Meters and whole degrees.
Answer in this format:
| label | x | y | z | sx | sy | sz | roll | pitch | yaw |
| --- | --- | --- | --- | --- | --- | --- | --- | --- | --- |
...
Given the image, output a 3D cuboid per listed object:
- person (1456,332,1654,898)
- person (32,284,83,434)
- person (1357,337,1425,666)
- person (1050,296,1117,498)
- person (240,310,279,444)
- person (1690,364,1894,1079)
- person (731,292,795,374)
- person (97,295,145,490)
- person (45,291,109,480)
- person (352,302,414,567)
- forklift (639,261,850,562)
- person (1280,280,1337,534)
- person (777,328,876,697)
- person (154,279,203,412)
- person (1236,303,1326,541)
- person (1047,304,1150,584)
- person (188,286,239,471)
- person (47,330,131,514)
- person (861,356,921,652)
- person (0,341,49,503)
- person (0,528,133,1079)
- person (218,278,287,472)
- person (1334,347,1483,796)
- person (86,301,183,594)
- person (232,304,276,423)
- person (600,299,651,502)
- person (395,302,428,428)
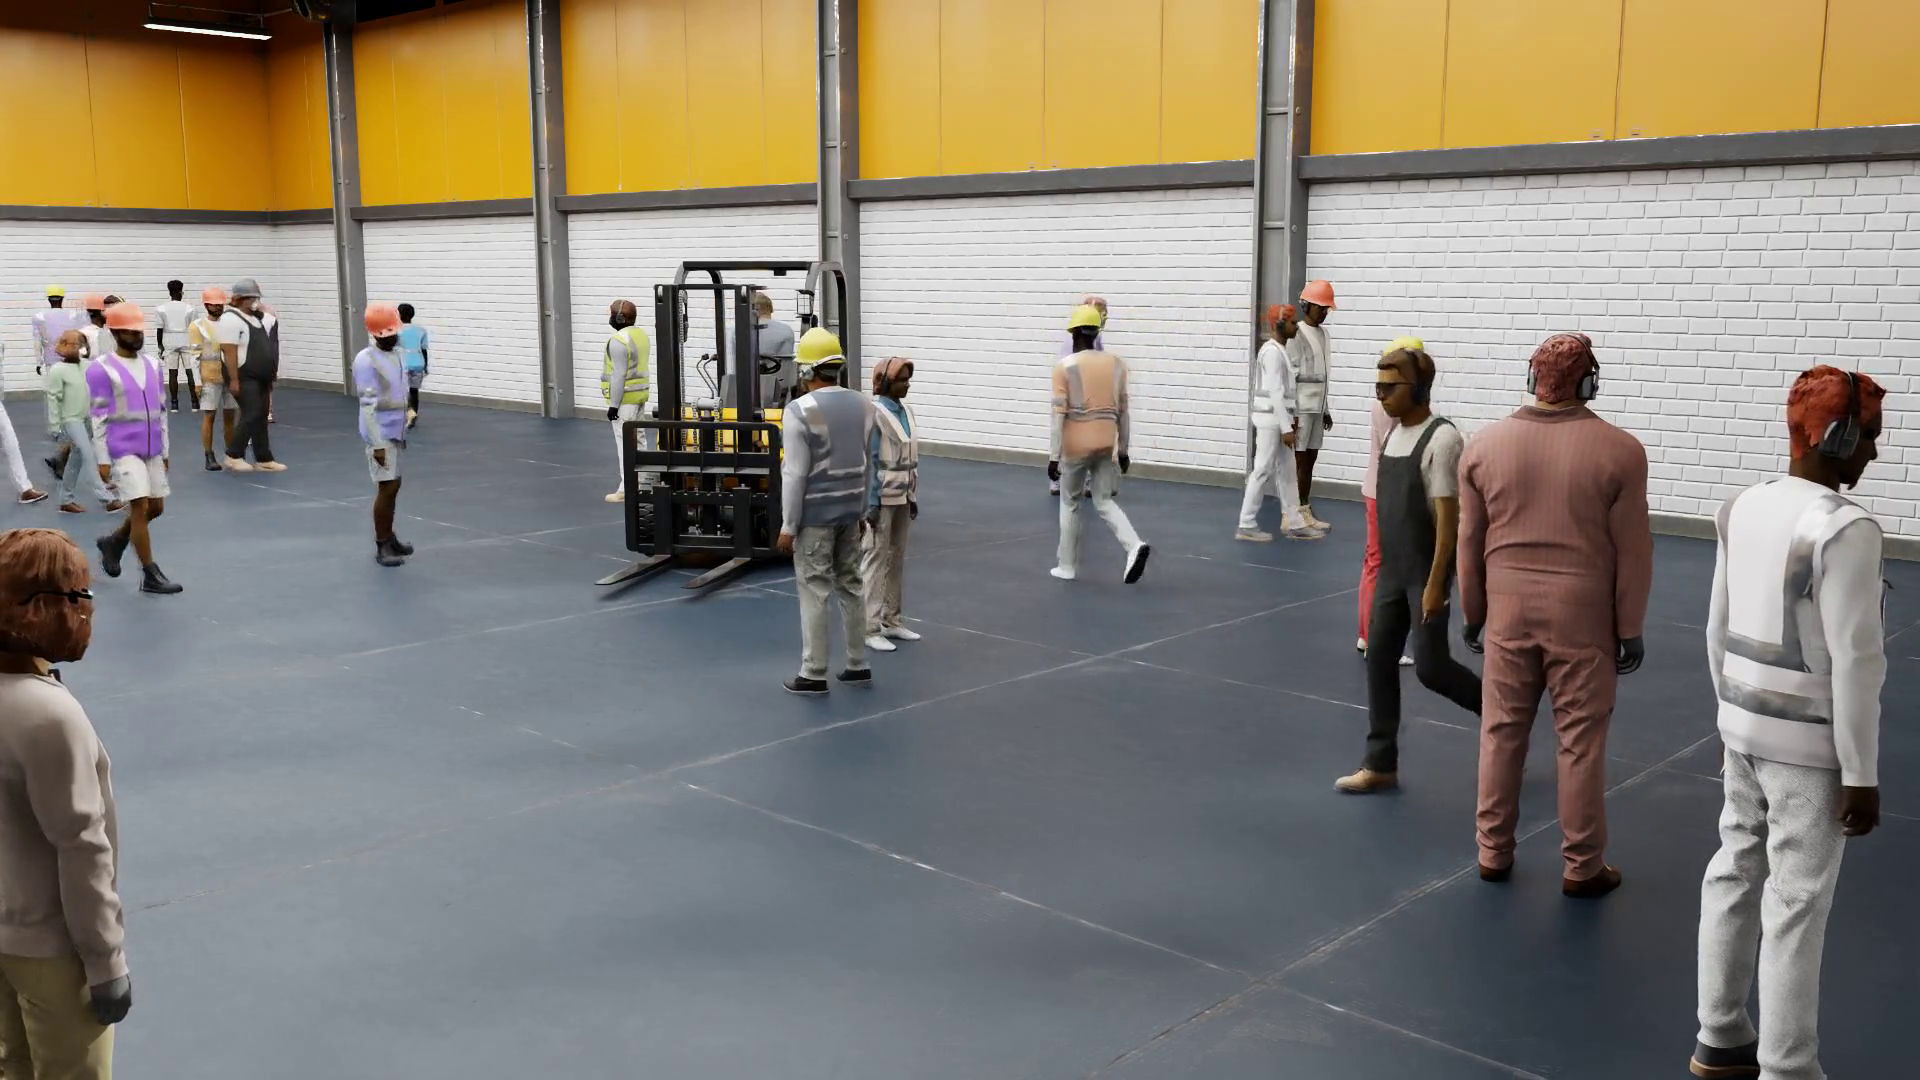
| label | x | y | z | sx | sy | sz | roll | pitch | yaw |
| --- | --- | --- | --- | --- | --- | --- | --- | --- | --- |
| person | 2.021 | 0.253 | 5.670 | 0.639 | 1.911 | 0.406 | 7 | 11 | 35 |
| person | -11.571 | -2.322 | 21.401 | 0.594 | 1.922 | 0.386 | -5 | 11 | -30 |
| person | 2.340 | -0.214 | 8.991 | 0.329 | 1.760 | 0.523 | 1 | 9 | 9 |
| person | 1.170 | -1.303 | 15.349 | 0.603 | 1.867 | 0.652 | -2 | 9 | -13 |
| person | -8.511 | -2.082 | 20.050 | 0.600 | 1.886 | 0.657 | -3 | 10 | -20 |
| person | 2.089 | 0.509 | 4.164 | 0.355 | 1.887 | 0.572 | -1 | 9 | -7 |
| person | -1.782 | -1.373 | 15.673 | 0.668 | 1.896 | 0.782 | 3 | 10 | 16 |
| person | -8.039 | -1.403 | 15.935 | 0.513 | 1.872 | 0.328 | 1 | 9 | 8 |
| person | -8.552 | -1.483 | 16.346 | 0.809 | 1.909 | 0.548 | -8 | 12 | -40 |
| person | -4.086 | -0.757 | 11.940 | 0.444 | 1.889 | 0.734 | 1 | 9 | 8 |
| forklift | -1.552 | -1.040 | 12.721 | 1.214 | 2.155 | 2.313 | 2 | 9 | 11 |
| person | 2.802 | -1.052 | 13.289 | 0.392 | 2.033 | 0.605 | 8 | 12 | 40 |
| person | -0.678 | -0.128 | 8.273 | 0.409 | 1.831 | 0.605 | 8 | 12 | 39 |
| person | -11.572 | -2.872 | 24.652 | 0.609 | 1.963 | 0.367 | -3 | 10 | -19 |
| person | 2.498 | -0.904 | 12.947 | 0.572 | 1.876 | 0.581 | 3 | 10 | 20 |
| person | 0.908 | -0.628 | 11.145 | 0.628 | 1.892 | 0.779 | -5 | 11 | -29 |
| person | -7.825 | -1.704 | 17.576 | 0.356 | 1.936 | 0.551 | 7 | 11 | 35 |
| person | -7.501 | -1.001 | 14.331 | 0.817 | 1.592 | 0.508 | 2 | 9 | 10 |
| person | -0.396 | -0.209 | 9.326 | 0.310 | 1.636 | 0.523 | 4 | 10 | 25 |
| person | -8.775 | -1.223 | 15.020 | 1.023 | 1.816 | 0.503 | 3 | 10 | 19 |
| person | -1.774 | 0.784 | 3.255 | 0.497 | 1.633 | 0.288 | 7 | 12 | 38 |
| person | -7.354 | -1.705 | 17.265 | 0.535 | 2.000 | 0.715 | 0 | 9 | -1 |
| person | 1.908 | 0.129 | 6.717 | 0.754 | 1.818 | 0.525 | -3 | 10 | -20 |
| person | -5.473 | -0.607 | 10.929 | 0.757 | 1.918 | 0.549 | 4 | 10 | 24 |
| person | -9.689 | -2.541 | 22.802 | 0.642 | 1.908 | 0.409 | -4 | 10 | -24 |
| person | -3.058 | -1.268 | 15.193 | 0.429 | 1.846 | 0.626 | 2 | 9 | 11 |
| person | -7.257 | -2.288 | 21.938 | 0.545 | 1.683 | 0.662 | -8 | 12 | -41 |
